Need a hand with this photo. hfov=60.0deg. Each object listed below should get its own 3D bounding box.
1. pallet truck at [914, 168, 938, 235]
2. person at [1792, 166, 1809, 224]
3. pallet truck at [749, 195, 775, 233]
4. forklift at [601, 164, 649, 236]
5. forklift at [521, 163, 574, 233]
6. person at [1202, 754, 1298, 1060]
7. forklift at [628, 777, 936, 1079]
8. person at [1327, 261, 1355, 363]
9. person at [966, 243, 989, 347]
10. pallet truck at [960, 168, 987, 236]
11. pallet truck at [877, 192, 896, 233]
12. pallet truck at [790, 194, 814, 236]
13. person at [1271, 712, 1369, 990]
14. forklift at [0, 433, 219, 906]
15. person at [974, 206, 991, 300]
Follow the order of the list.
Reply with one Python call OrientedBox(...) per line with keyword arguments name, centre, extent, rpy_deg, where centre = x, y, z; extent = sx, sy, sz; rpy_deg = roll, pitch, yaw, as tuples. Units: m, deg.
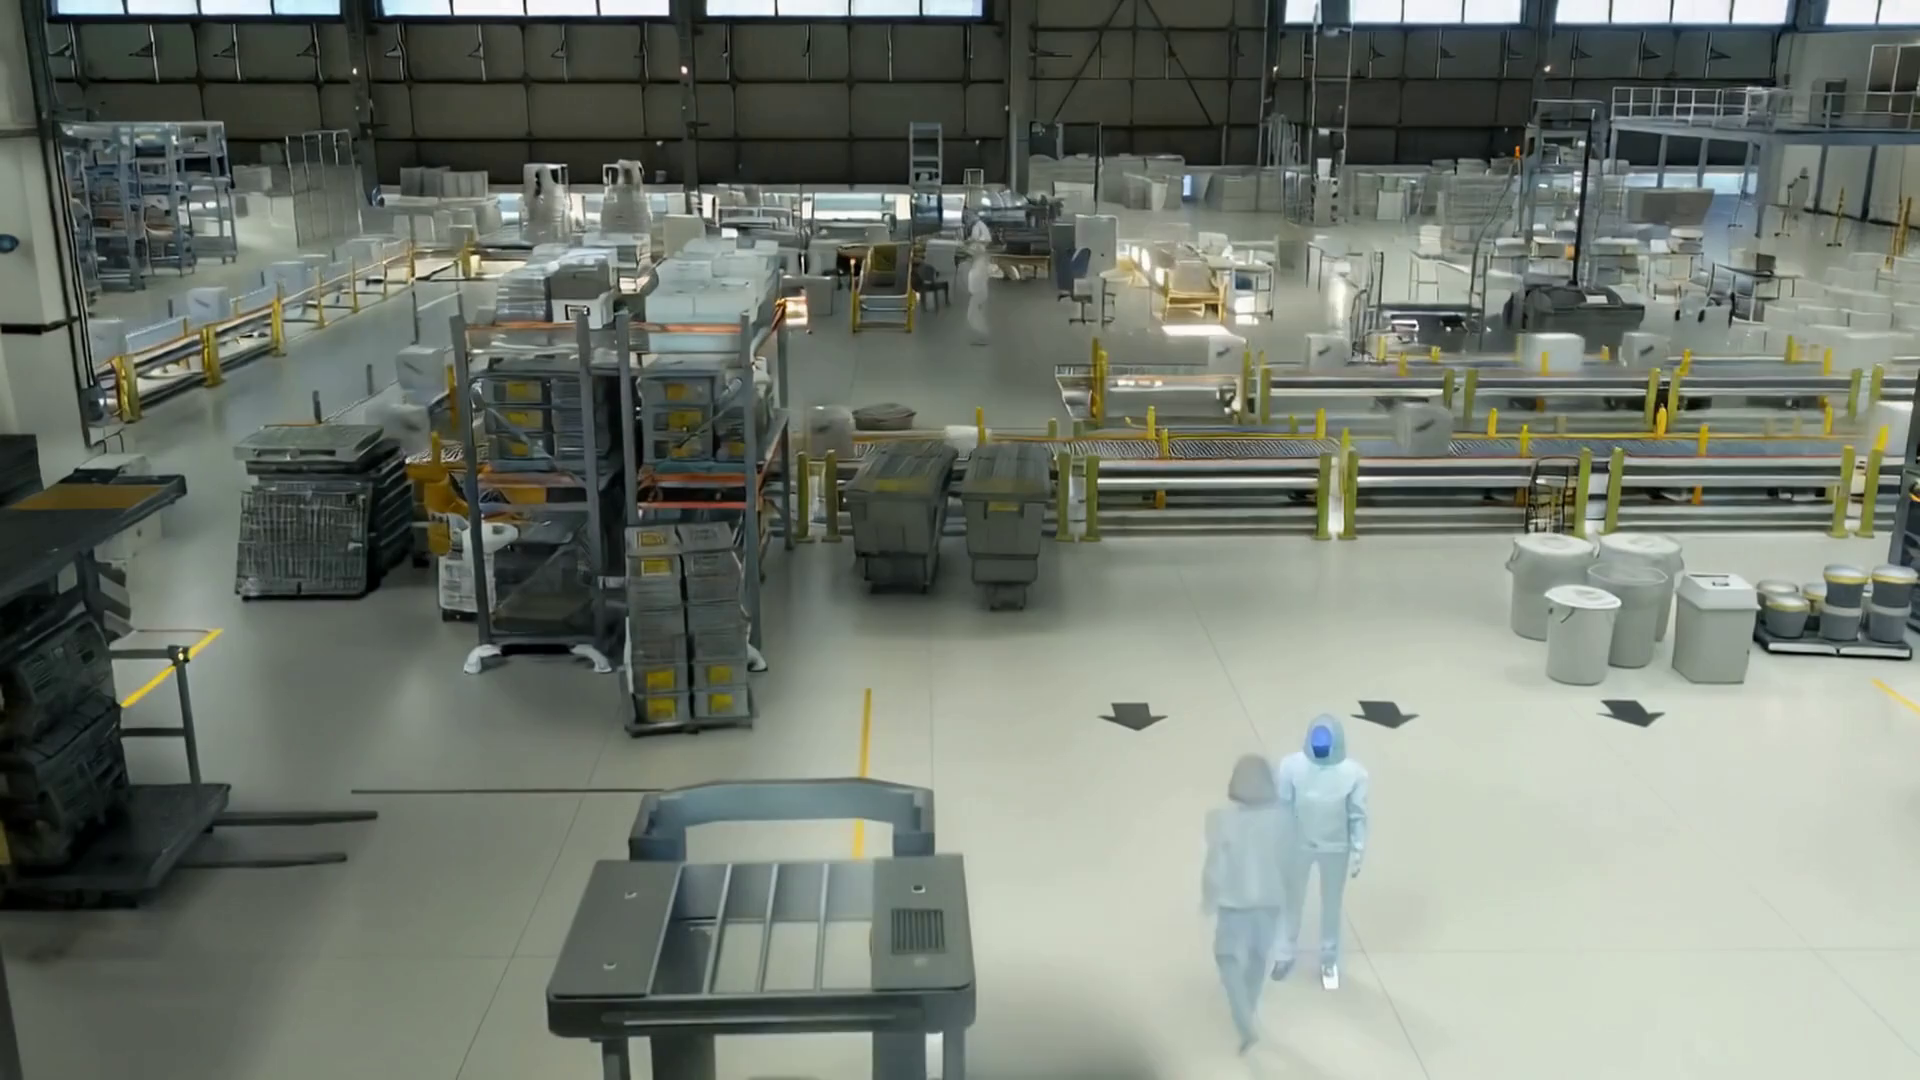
OrientedBox(name="pallet truck", centre=(-0.989, -10.316, 50.507), extent=(0.823, 1.965, 1.885), rpy_deg=(1, 16, 3))
OrientedBox(name="person", centre=(27.095, -11.128, 53.619), extent=(0.545, 1.834, 0.406), rpy_deg=(-1, 16, -3))
OrientedBox(name="pallet truck", centre=(-6.051, -9.967, 50.660), extent=(0.680, 1.201, 1.601), rpy_deg=(0, 16, -1))
OrientedBox(name="forklift", centre=(-9.948, -10.127, 49.296), extent=(1.157, 1.987, 2.680), rpy_deg=(-1, 16, -3))
OrientedBox(name="forklift", centre=(-12.233, -10.122, 49.298), extent=(1.157, 1.987, 2.680), rpy_deg=(0, 16, -1))
OrientedBox(name="person", centre=(1.527, 1.913, 8.687), extent=(0.508, 1.619, 0.629), rpy_deg=(-3, 16, -10))
OrientedBox(name="forklift", centre=(-0.542, 2.165, 5.552), extent=(1.129, 2.768, 1.873), rpy_deg=(-1, 16, -2))
OrientedBox(name="person", centre=(6.542, -3.826, 28.285), extent=(0.761, 1.801, 0.636), rpy_deg=(0, 16, -1))
OrientedBox(name="person", centre=(0.292, -4.463, 30.343), extent=(0.478, 1.892, 0.685), rpy_deg=(0, 16, 0))
OrientedBox(name="pallet truck", centre=(0.383, -10.230, 50.206), extent=(0.823, 1.965, 1.885), rpy_deg=(-1, 16, -3))
OrientedBox(name="pallet truck", centre=(-2.277, -9.986, 50.594), extent=(0.653, 1.274, 1.630), rpy_deg=(0, 16, -1))
OrientedBox(name="pallet truck", centre=(-4.814, -9.883, 50.259), extent=(0.704, 1.261, 1.522), rpy_deg=(-1, 16, -3))
OrientedBox(name="person", centre=(2.001, 1.729, 9.287), extent=(0.502, 1.632, 0.279), rpy_deg=(5, 17, 17))
OrientedBox(name="forklift", centre=(-5.952, 0.780, 10.366), extent=(1.873, 2.768, 1.129), rpy_deg=(0, 16, -1))
OrientedBox(name="person", centre=(0.498, -6.277, 36.385), extent=(0.372, 2.042, 0.615), rpy_deg=(1, 16, 4))
